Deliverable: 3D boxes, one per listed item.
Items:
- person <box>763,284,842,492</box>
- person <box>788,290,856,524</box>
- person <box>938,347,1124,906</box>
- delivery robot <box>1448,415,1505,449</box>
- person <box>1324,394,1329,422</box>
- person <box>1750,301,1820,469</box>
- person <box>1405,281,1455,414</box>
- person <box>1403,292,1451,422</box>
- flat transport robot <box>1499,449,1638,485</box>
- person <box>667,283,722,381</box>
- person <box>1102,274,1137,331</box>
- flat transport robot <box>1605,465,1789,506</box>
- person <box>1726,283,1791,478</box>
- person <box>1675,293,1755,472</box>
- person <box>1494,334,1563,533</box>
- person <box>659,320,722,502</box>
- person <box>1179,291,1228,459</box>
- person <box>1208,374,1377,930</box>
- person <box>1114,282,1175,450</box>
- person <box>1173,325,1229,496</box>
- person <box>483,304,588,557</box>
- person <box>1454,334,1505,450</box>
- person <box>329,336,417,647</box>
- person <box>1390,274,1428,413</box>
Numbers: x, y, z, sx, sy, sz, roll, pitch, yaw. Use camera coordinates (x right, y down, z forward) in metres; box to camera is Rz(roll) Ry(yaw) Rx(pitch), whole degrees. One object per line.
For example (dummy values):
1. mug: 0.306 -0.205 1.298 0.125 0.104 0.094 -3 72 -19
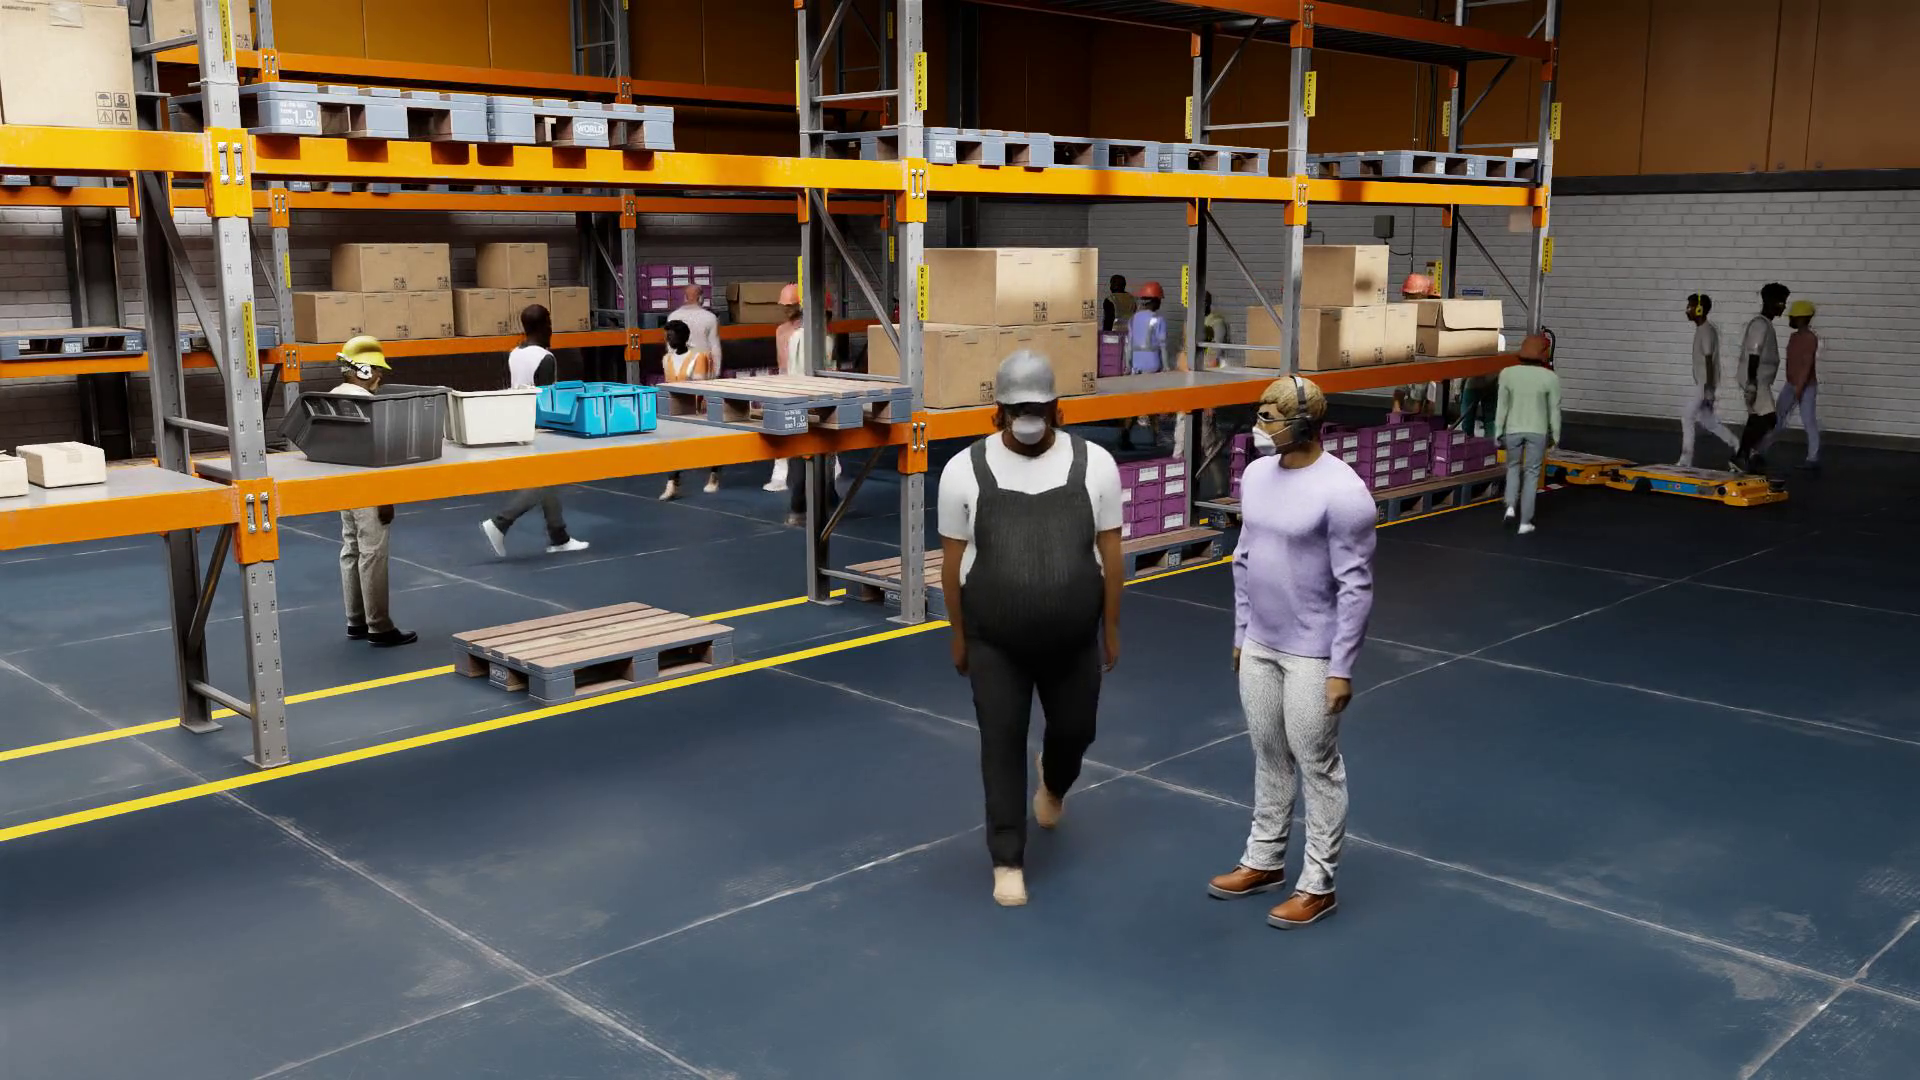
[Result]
1. person: -1.490 -1.464 15.887 0.616 1.957 0.995 6 12 30
2. person: -1.107 -1.118 13.935 0.823 1.960 0.641 -6 12 -31
3. person: 0.261 0.259 6.230 0.690 2.000 0.794 0 10 -3
4. delivery robot: 5.315 -1.084 17.352 0.477 0.478 0.707 -6 12 -32
5. person: 3.461 -1.569 16.316 0.935 1.997 0.639 -5 12 -26
6. person: 8.504 -1.579 17.076 0.840 1.726 0.557 0 10 1
7. person: 5.111 -1.835 17.991 0.561 1.911 0.680 5 11 23
8. person: 5.136 -1.845 18.416 1.007 1.789 0.514 0 10 -3
9. flat transport robot: 5.994 -0.747 16.547 0.652 0.197 1.431 -4 11 -22
10. person: -2.931 -1.867 18.242 0.653 1.890 0.719 4 11 22
11. person: 2.263 -2.905 24.029 0.429 1.844 0.626 10 14 43
12. flat transport robot: 6.771 -0.523 15.323 0.652 0.197 1.431 -7 12 -33
13. person: 7.874 -1.552 16.363 0.427 1.940 0.637 6 12 28
14. person: 7.593 -1.561 16.736 0.810 1.837 0.530 5 12 26
15. person: 4.615 -0.862 13.491 0.520 1.617 0.353 7 12 33
16. person: -2.494 -1.211 15.322 0.527 1.647 0.885 4 11 23
17. person: 2.575 -1.757 17.816 0.440 1.831 0.644 -5 11 -24
18. person: 1.169 0.387 5.822 0.378 1.937 0.629 -6 12 -28
19. person: 2.082 -1.959 18.756 0.987 1.897 0.560 -7 13 -35
20. person: 2.208 -1.152 15.101 0.824 1.595 0.545 -10 14 -42
21. person: -3.203 -0.810 12.442 0.801 1.898 0.596 -7 13 -35
22. person: 5.194 -1.515 16.685 0.533 1.759 0.343 -2 11 -13
23. person: -3.486 -0.285 9.794 0.403 1.823 0.588 -10 14 -42
24. person: 5.150 -2.002 18.766 1.096 1.984 0.642 0 10 2
